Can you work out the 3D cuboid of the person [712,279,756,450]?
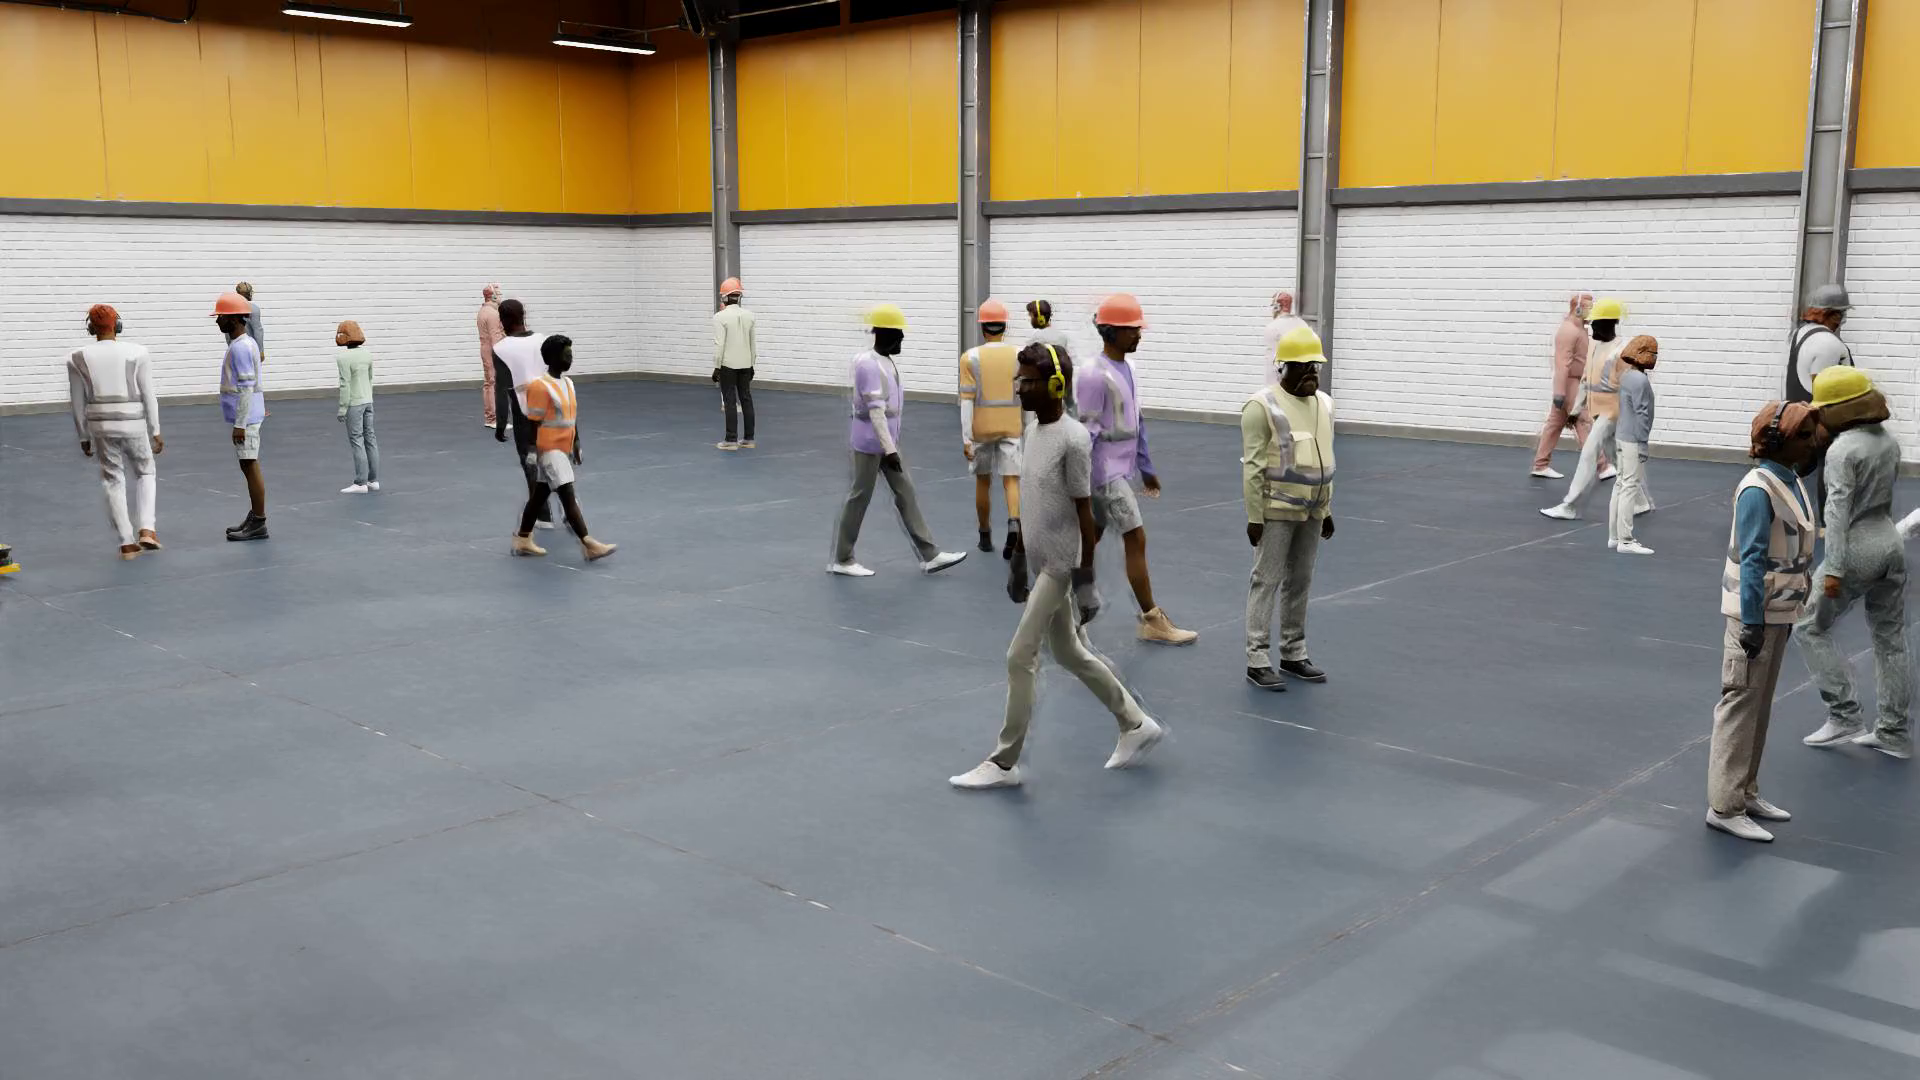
[{"bbox_3d":[-2.669,-2.059,19.574,0.397,1.992,0.623,8,12,42],"label":"person"}]

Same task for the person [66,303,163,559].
[{"bbox_3d":[-6.176,-0.794,12.203,0.602,1.865,0.473,-3,10,-16],"label":"person"}]

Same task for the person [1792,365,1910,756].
[{"bbox_3d":[3.935,0.098,7.245,0.595,1.700,0.480,-5,10,-27],"label":"person"}]

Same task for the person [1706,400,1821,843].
[{"bbox_3d":[3.020,0.292,6.248,0.310,1.638,0.523,7,12,37],"label":"person"}]

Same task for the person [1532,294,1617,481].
[{"bbox_3d":[6.237,-1.513,16.626,0.974,1.855,0.676,4,10,24],"label":"person"}]

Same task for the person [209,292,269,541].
[{"bbox_3d":[-5.634,-0.962,13.027,0.354,1.939,0.544,-4,10,-22],"label":"person"}]

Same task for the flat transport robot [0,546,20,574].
[{"bbox_3d":[-7.235,0.116,11.512,1.431,0.197,0.652,6,11,31],"label":"flat transport robot"}]

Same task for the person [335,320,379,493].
[{"bbox_3d":[-5.734,-1.260,15.779,0.284,1.634,0.498,2,10,13],"label":"person"}]

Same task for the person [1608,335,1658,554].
[{"bbox_3d":[5.056,-0.718,12.461,0.285,1.632,0.498,1,9,7],"label":"person"}]

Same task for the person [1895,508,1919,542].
[{"bbox_3d":[6.439,-0.576,10.901,0.636,1.867,0.576,0,9,0],"label":"person"}]

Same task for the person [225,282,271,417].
[{"bbox_3d":[-10.211,-2.718,23.789,0.635,1.937,0.354,4,10,22],"label":"person"}]

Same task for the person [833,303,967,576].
[{"bbox_3d":[-0.449,-0.662,11.368,0.958,1.883,0.593,3,10,18],"label":"person"}]

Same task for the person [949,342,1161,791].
[{"bbox_3d":[0.429,0.100,6.840,0.924,1.838,0.539,-3,10,-18],"label":"person"}]

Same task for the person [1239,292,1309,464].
[{"bbox_3d":[3.369,-1.684,17.677,0.646,1.871,0.868,-6,11,-31],"label":"person"}]

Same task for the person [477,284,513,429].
[{"bbox_3d":[-6.171,-2.430,22.108,0.409,1.913,0.648,-5,11,-29],"label":"person"}]

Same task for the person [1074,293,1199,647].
[{"bbox_3d":[0.845,-0.409,9.492,1.044,1.993,0.629,4,10,21],"label":"person"}]

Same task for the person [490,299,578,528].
[{"bbox_3d":[-3.458,-1.005,13.472,0.533,1.886,0.644,7,11,35],"label":"person"}]

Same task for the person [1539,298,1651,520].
[{"bbox_3d":[5.442,-1.089,14.020,1.010,1.881,0.589,-1,9,-3],"label":"person"}]

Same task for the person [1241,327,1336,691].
[{"bbox_3d":[1.687,-0.161,8.437,0.593,1.832,0.403,-6,11,-34],"label":"person"}]

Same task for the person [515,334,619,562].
[{"bbox_3d":[-2.908,-0.669,12.096,0.902,1.640,0.536,2,9,12],"label":"person"}]

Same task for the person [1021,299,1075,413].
[{"bbox_3d":[0.858,-1.378,15.908,0.570,1.834,0.390,-8,12,-42],"label":"person"}]

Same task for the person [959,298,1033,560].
[{"bbox_3d":[0.271,-0.809,12.193,0.553,1.915,0.879,-1,9,-6],"label":"person"}]

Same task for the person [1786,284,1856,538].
[{"bbox_3d":[6.684,-1.024,13.093,0.820,2.000,0.690,1,9,6],"label":"person"}]

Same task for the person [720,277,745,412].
[{"bbox_3d":[-3.385,-2.901,24.740,0.396,1.992,0.622,-3,10,-18],"label":"person"}]
